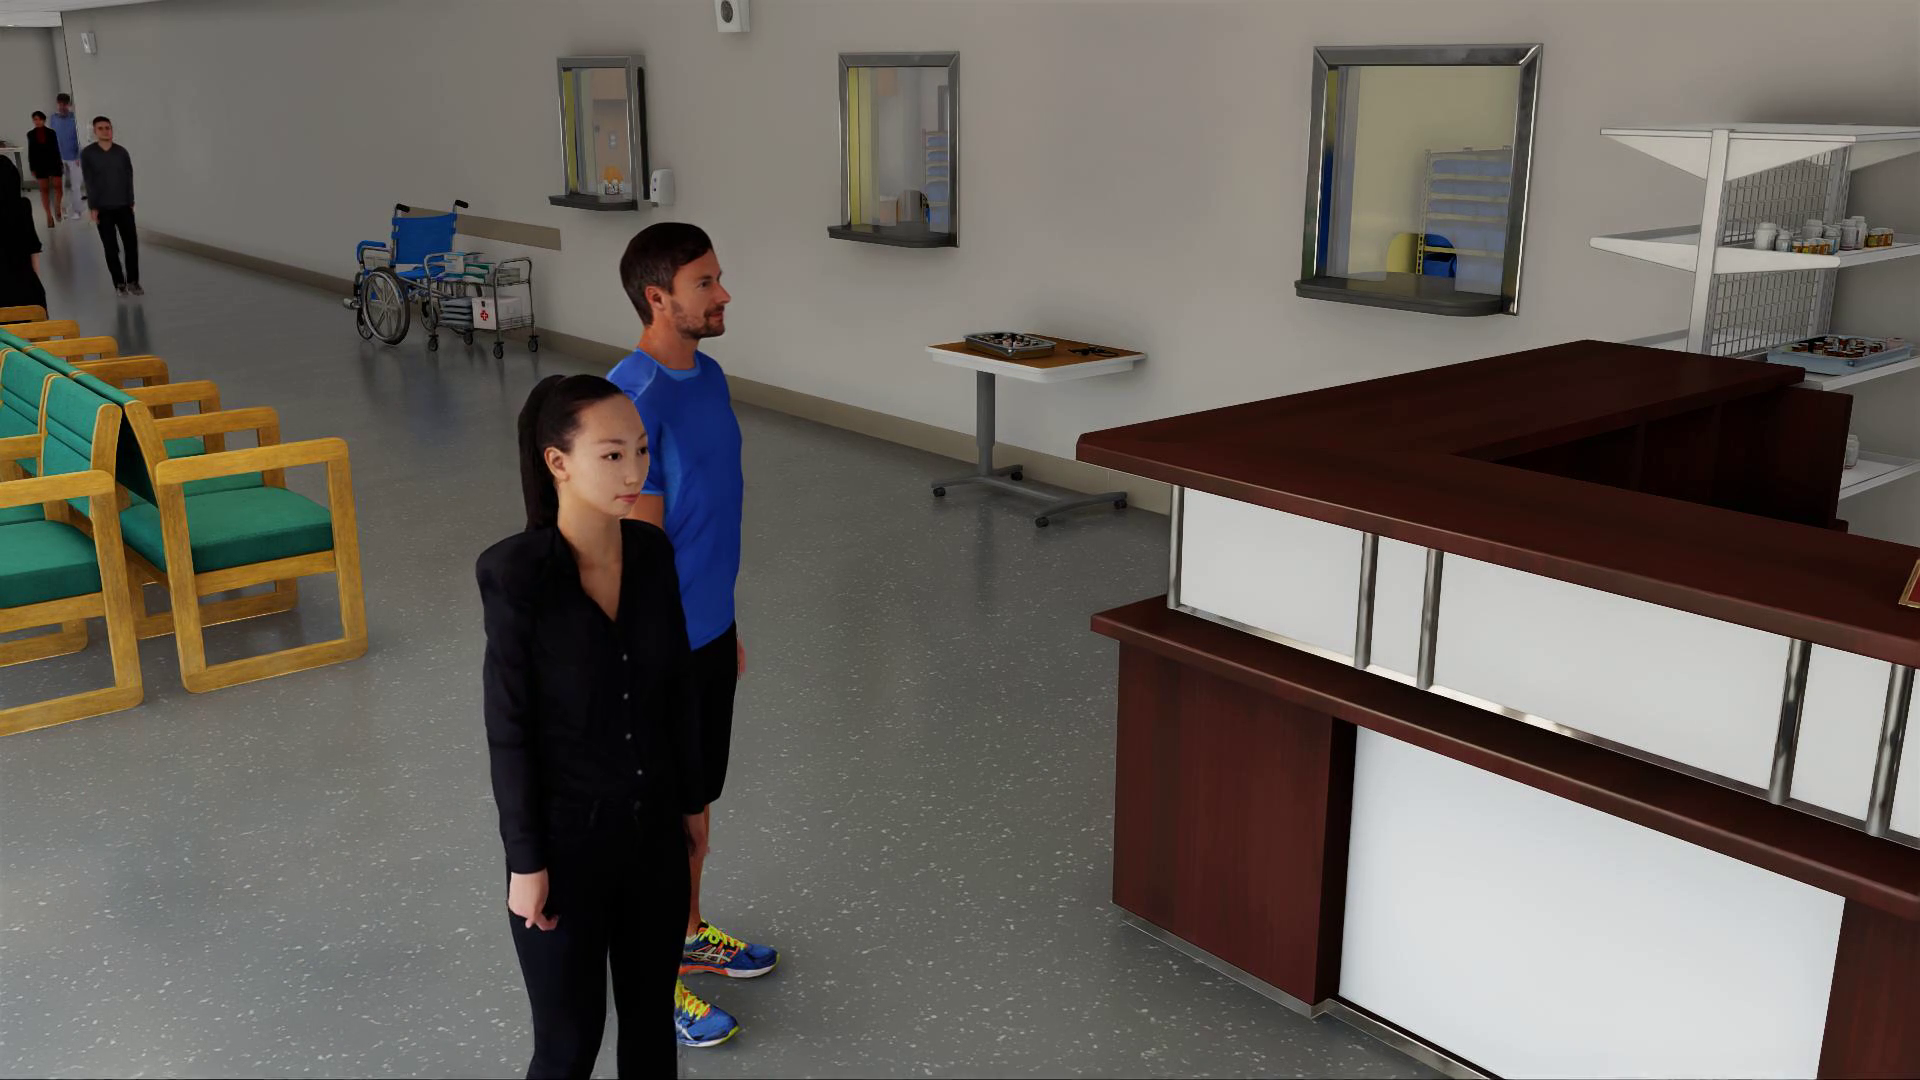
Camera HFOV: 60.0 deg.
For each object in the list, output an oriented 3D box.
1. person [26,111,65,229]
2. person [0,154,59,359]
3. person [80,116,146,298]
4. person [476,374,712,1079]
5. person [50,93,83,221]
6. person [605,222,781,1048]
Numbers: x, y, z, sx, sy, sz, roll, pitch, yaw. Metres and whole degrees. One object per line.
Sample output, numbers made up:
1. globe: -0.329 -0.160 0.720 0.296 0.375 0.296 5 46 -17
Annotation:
1. person: -13.055 -5.293 23.795 0.612 1.630 0.715 -7 17 -22
2. person: -5.847 -1.532 10.335 0.737 1.696 0.636 5 17 18
3. person: -8.390 -3.273 16.415 0.574 1.747 0.694 -11 19 -34
4. person: -0.643 0.547 2.927 0.667 1.712 0.475 13 20 39
5. person: -13.327 -5.727 24.922 0.878 1.853 0.948 0 16 0
6. person: -0.665 0.211 3.834 0.769 1.869 0.682 4 16 15
